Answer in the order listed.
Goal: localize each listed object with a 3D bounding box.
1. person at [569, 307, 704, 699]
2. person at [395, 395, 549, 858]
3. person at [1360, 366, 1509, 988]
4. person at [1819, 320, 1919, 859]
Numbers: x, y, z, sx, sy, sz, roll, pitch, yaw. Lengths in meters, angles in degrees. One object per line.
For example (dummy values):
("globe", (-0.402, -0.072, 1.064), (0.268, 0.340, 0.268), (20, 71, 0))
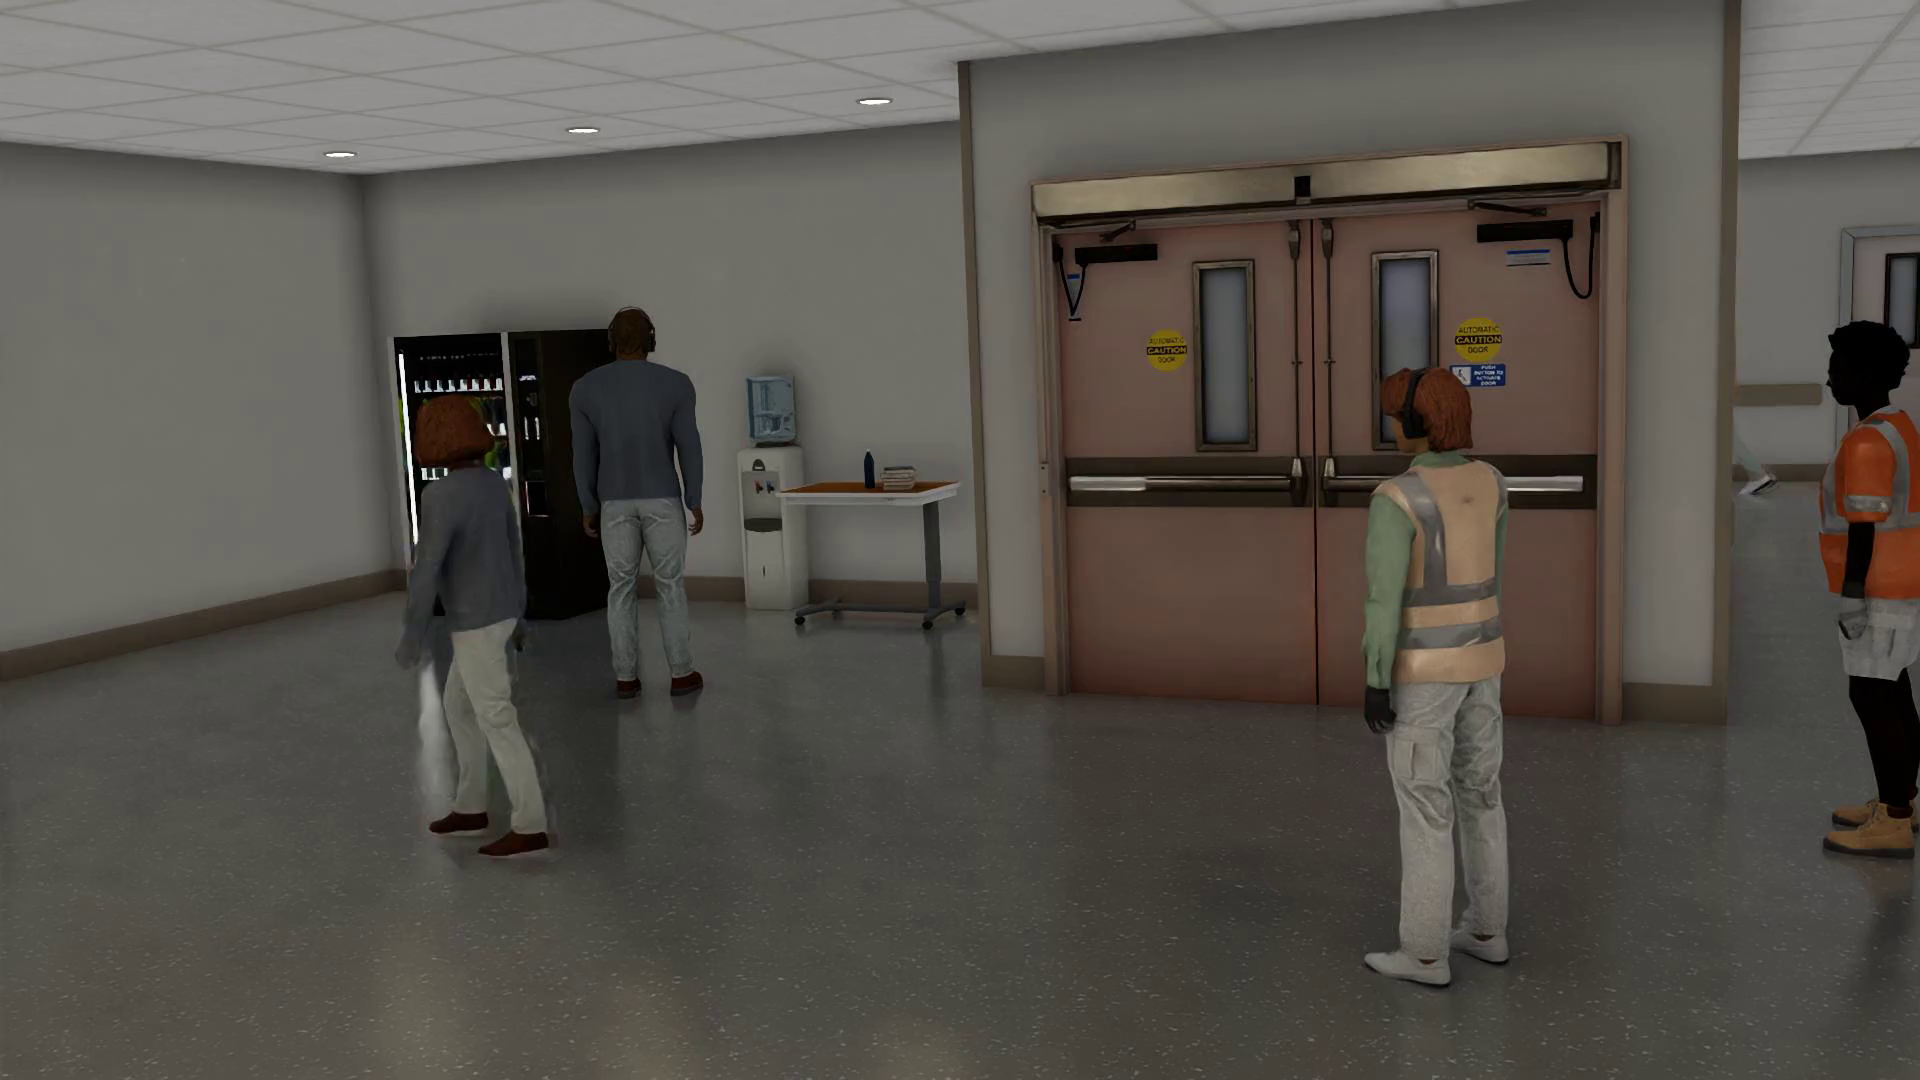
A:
("person", (-1.578, -0.180, 8.238), (0.635, 1.937, 0.353), (-2, 7, 0))
("person", (-1.753, 0.312, 5.776), (0.662, 1.609, 0.519), (-1, 7, 7))
("person", (1.262, 0.360, 4.394), (0.516, 1.632, 0.313), (-8, 9, -35))
("person", (2.905, 0.149, 5.287), (0.323, 1.689, 0.536), (3, 9, 37))
